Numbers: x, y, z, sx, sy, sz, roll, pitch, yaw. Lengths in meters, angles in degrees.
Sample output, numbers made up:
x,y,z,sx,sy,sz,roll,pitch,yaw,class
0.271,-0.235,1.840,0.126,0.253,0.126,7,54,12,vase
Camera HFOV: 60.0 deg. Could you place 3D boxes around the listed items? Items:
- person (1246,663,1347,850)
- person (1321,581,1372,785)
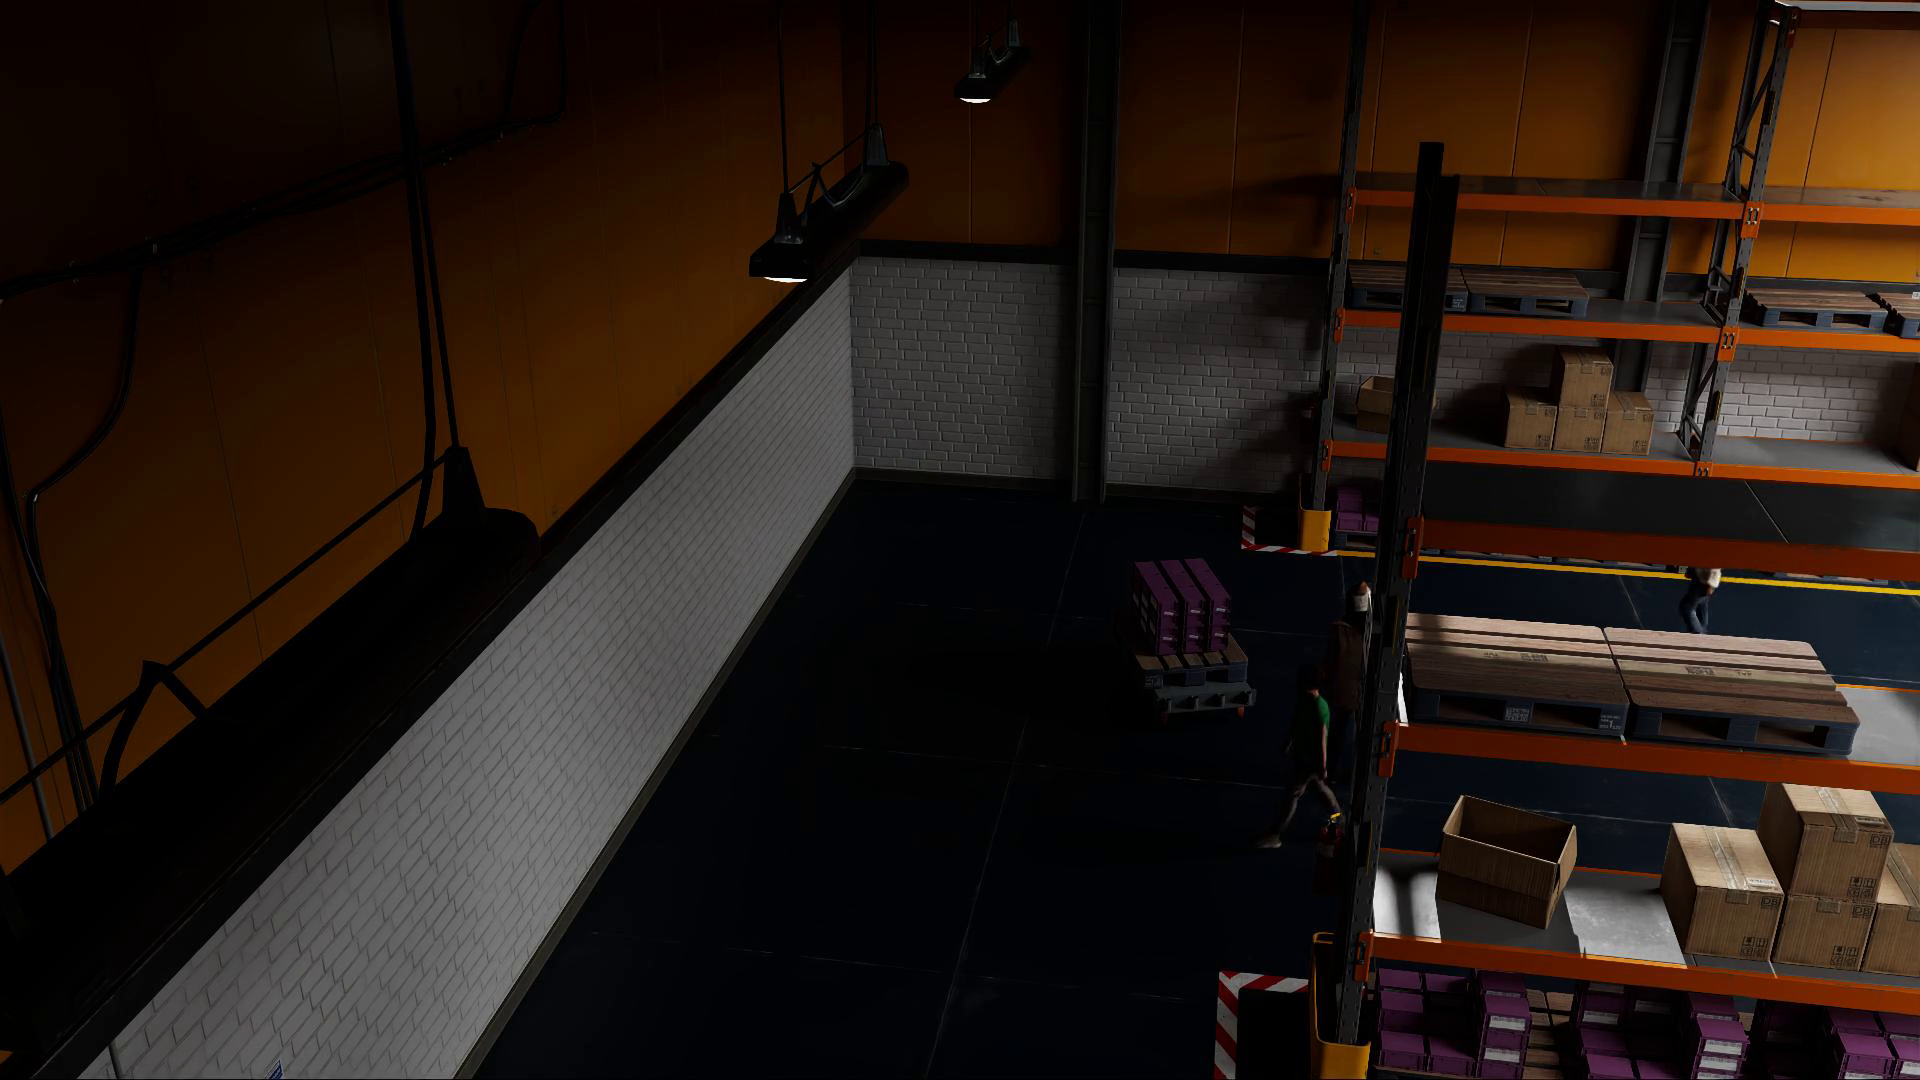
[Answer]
x,y,z,sx,sy,sz,roll,pitch,yaw,class
2.859,1.726,13.251,1.194,1.606,0.843,-3,24,-8,person
3.342,1.204,14.081,0.597,1.898,0.748,3,24,6,person
